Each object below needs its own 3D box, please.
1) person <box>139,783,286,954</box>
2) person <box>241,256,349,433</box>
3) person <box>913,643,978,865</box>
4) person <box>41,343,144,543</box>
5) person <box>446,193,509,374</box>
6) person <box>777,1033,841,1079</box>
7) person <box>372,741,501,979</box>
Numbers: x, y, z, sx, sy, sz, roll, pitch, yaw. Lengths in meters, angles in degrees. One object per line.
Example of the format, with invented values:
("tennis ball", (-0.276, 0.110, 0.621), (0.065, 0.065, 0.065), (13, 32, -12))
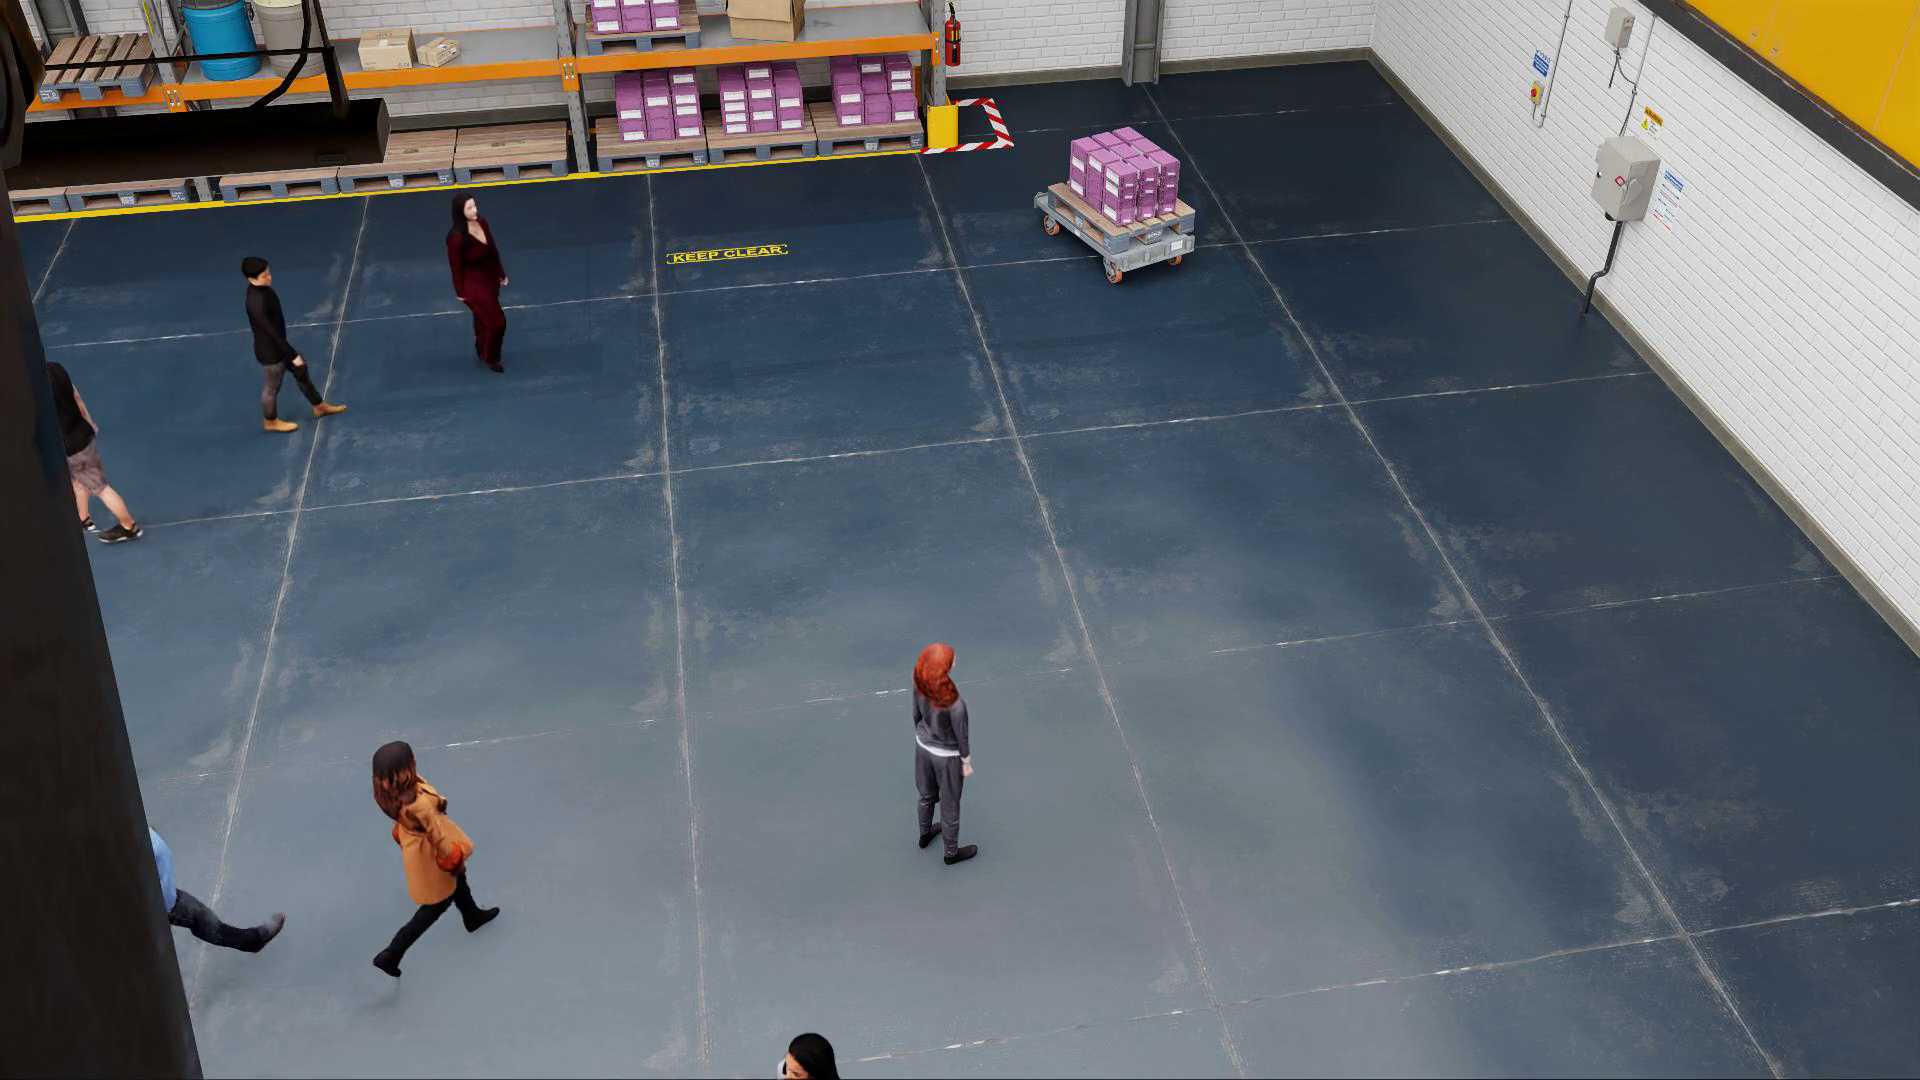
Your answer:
("person", (-4.643, 2.053, 9.333), (1.168, 1.758, 1.288), (29, 47, 31))
("person", (-5.855, -1.608, 13.971), (0.925, 1.690, 0.674), (-8, 39, -10))
("person", (-0.120, 1.310, 10.246), (0.651, 1.780, 0.680), (31, 48, 33))
("person", (-6.723, -0.758, 12.792), (0.914, 1.833, 0.709), (-9, 39, -11))
("person", (-4.379, -2.292, 14.785), (0.806, 1.743, 0.778), (8, 39, 10))
("person", (-0.711, 2.990, 8.176), (0.688, 1.736, 0.723), (29, 47, 32))
("person", (-3.141, 1.858, 9.624), (1.174, 1.699, 1.009), (-29, 47, -32))
